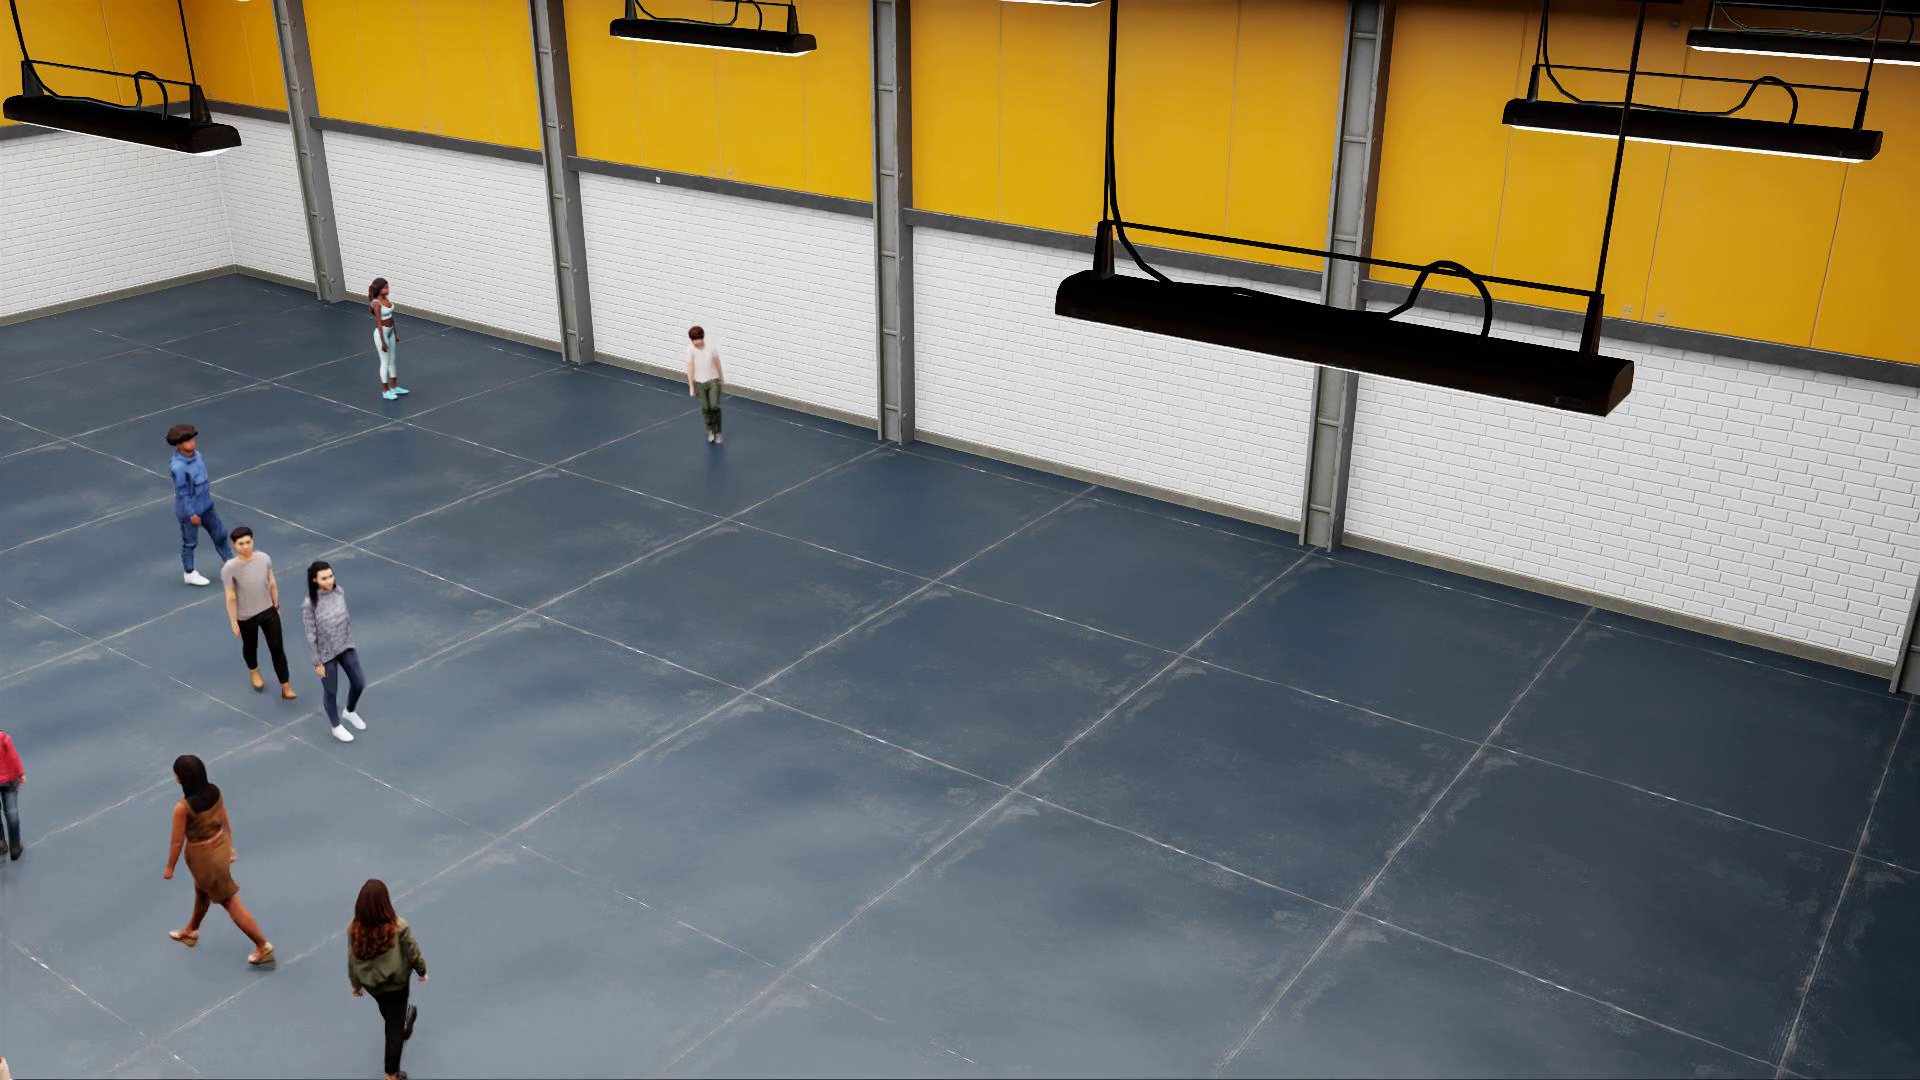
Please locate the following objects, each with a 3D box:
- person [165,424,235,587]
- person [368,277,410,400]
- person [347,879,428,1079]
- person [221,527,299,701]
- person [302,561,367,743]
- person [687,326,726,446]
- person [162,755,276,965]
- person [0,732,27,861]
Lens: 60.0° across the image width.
[{"bbox_3d":[-8.129,-0.357,17.493,1.090,1.784,0.927,4,24,9],"label":"person"},{"bbox_3d":[-8.028,-2.829,23.224,0.665,1.724,0.648,3,24,8],"label":"person"},{"bbox_3d":[-3.663,2.863,10.567,1.023,1.432,0.982,1,24,3],"label":"person"},{"bbox_3d":[-6.517,0.648,15.325,0.856,1.680,1.171,-17,29,-34],"label":"person"},{"bbox_3d":[-5.546,0.954,14.574,0.592,1.721,0.623,18,30,36],"label":"person"},{"bbox_3d":[-3.257,-2.033,21.544,0.836,1.611,0.878,-3,24,-7],"label":"person"},{"bbox_3d":[-5.164,2.286,11.632,1.157,1.637,0.895,4,24,8],"label":"person"},{"bbox_3d":[-7.474,1.910,12.902,0.608,1.308,0.653,-9,25,-19],"label":"person"}]
